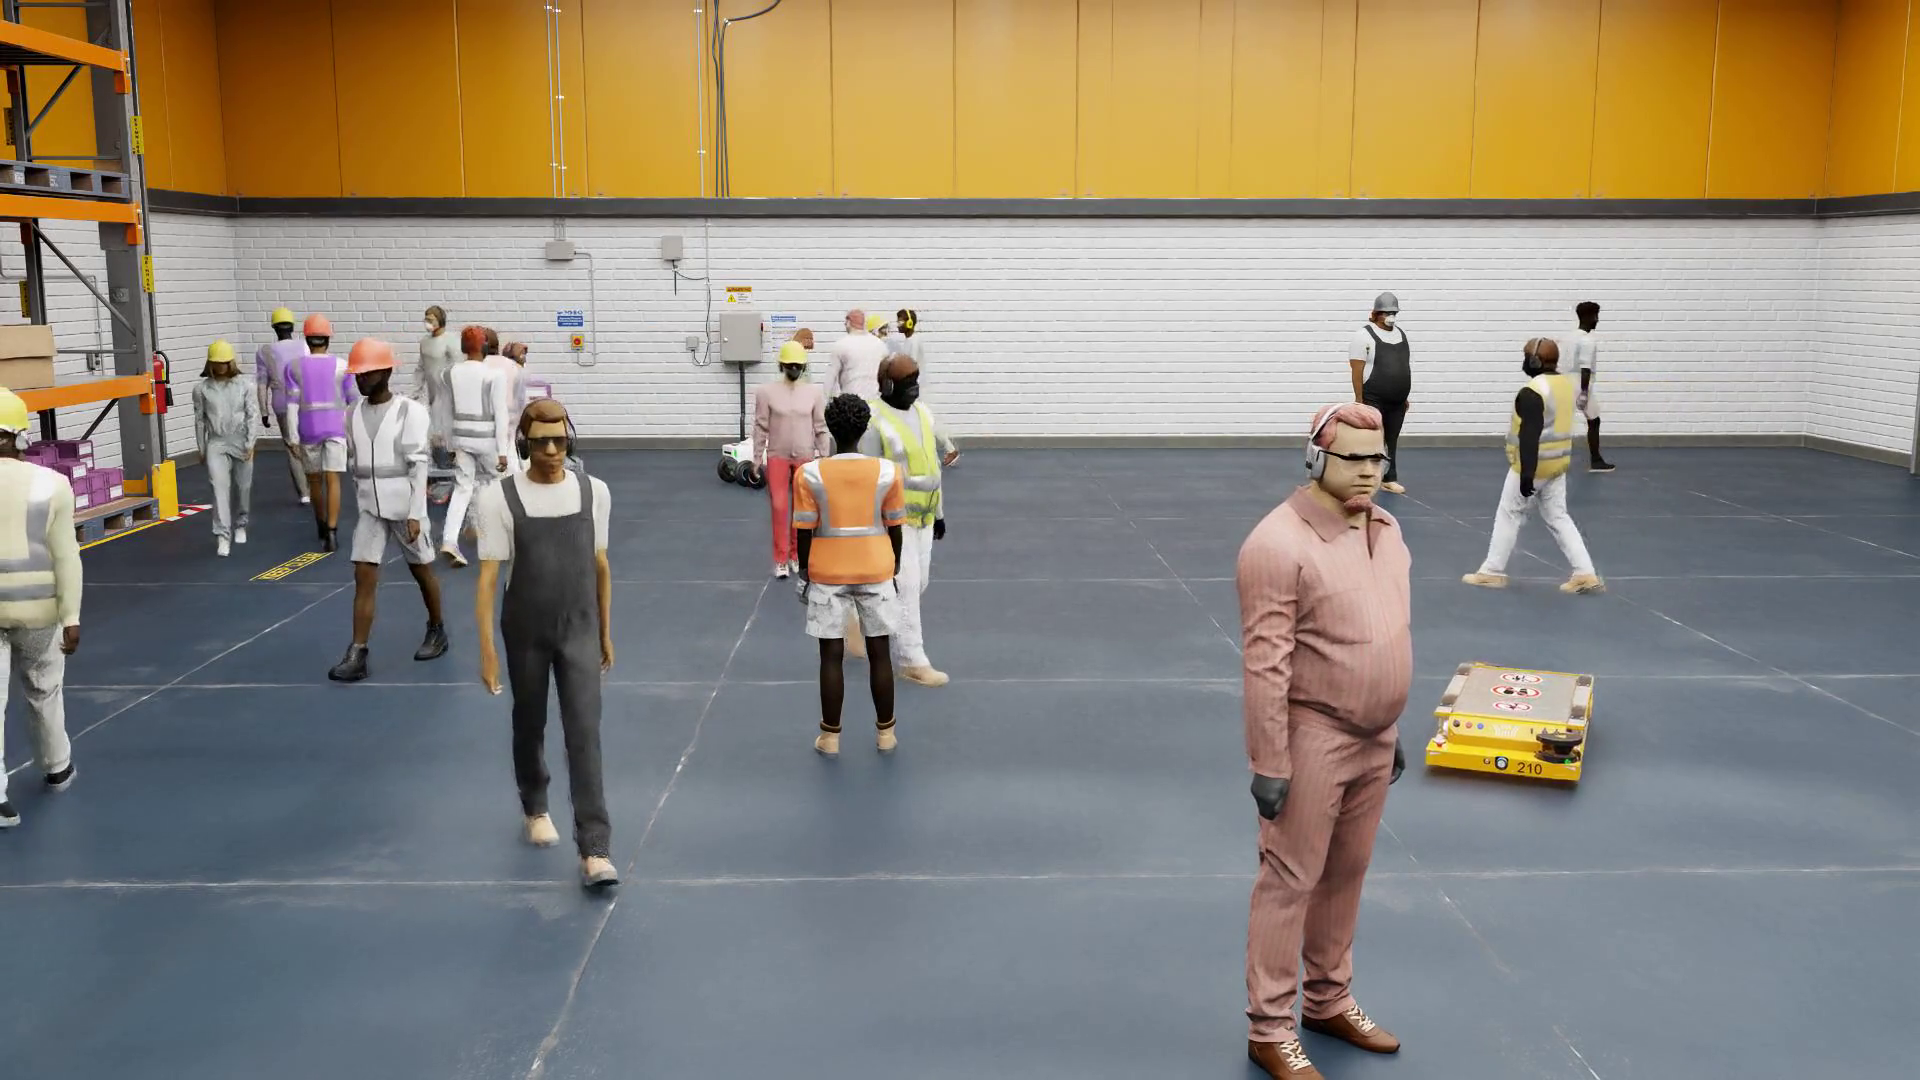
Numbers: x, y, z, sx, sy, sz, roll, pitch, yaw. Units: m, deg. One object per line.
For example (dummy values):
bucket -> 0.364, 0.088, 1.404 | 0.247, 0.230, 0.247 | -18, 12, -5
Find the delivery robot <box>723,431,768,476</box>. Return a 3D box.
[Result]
delivery robot -> -2.132, -0.914, 17.575 | 0.707, 0.478, 0.477 | -6, 11, -32

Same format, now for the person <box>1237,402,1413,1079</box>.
person -> 1.052, 0.566, 4.659 | 0.651, 1.904, 0.403 | -8, 13, -42

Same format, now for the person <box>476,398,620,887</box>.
person -> -1.541, 0.366, 6.237 | 0.534, 1.791, 0.985 | -5, 10, -26

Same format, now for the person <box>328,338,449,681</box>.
person -> -3.208, -0.185, 9.337 | 0.563, 1.891, 0.989 | 2, 9, 13

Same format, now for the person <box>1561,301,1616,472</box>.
person -> 6.828, -1.703, 18.509 | 0.973, 1.926, 0.611 | -2, 9, -10

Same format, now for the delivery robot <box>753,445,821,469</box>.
delivery robot -> -1.778, -0.837, 17.098 | 0.707, 0.478, 0.477 | 6, 11, 31

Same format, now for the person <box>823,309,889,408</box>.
person -> -1.086, -1.441, 17.144 | 0.689, 1.849, 0.968 | -7, 12, -38

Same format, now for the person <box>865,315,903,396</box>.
person -> -0.892, -1.589, 18.337 | 0.947, 1.750, 0.656 | 6, 11, 33

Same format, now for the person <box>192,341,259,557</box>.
person -> -5.914, -0.761, 13.449 | 0.482, 1.703, 0.874 | -4, 10, -24

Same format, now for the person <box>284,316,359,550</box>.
person -> -5.203, -0.885, 13.638 | 0.564, 1.881, 0.995 | -3, 10, -16

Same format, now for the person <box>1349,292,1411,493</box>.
person -> 4.278, -1.472, 16.734 | 0.689, 2.000, 0.539 | -4, 10, -24

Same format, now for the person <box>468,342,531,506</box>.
person -> -4.171, -1.002, 15.179 | 0.689, 1.611, 0.514 | -1, 9, -4

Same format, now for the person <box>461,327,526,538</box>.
person -> -3.844, -0.863, 13.769 | 0.639, 1.800, 0.950 | -8, 12, -42

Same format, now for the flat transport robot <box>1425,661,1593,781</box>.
flat transport robot -> 2.667, 0.838, 7.984 | 0.652, 0.197, 1.431 | 4, 10, 22

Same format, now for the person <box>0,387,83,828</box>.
person -> -3.944, 0.267, 6.877 | 0.599, 1.787, 0.957 | -3, 10, -18

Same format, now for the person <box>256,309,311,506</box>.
person -> -6.487, -1.291, 16.126 | 0.607, 1.870, 0.972 | -5, 11, -30

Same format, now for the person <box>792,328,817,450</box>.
person -> -1.939, -1.651, 19.199 | 0.776, 1.599, 0.508 | -4, 10, -23

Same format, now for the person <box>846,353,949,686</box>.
person -> -0.379, -0.131, 9.210 | 0.762, 1.819, 0.631 | 6, 11, 32

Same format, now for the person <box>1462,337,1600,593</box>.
person -> 4.068, -0.521, 11.654 | 0.639, 1.804, 0.924 | -8, 12, -42

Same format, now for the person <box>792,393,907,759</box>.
person -> -0.510, 0.171, 7.710 | 0.536, 1.697, 0.322 | -2, 9, -11

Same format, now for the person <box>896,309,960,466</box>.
person -> -0.473, -1.730, 19.024 | 0.987, 1.821, 0.532 | -2, 10, -13

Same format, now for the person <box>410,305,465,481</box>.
person -> -5.462, -1.509, 17.448 | 0.639, 1.888, 1.025 | 9, 13, 43

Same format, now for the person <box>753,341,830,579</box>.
person -> -1.218, -0.572, 12.152 | 0.561, 1.735, 0.818 | -3, 10, -16

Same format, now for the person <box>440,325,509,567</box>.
person -> -3.739, -0.723, 12.761 | 0.587, 1.847, 0.939 | 2, 10, 13
